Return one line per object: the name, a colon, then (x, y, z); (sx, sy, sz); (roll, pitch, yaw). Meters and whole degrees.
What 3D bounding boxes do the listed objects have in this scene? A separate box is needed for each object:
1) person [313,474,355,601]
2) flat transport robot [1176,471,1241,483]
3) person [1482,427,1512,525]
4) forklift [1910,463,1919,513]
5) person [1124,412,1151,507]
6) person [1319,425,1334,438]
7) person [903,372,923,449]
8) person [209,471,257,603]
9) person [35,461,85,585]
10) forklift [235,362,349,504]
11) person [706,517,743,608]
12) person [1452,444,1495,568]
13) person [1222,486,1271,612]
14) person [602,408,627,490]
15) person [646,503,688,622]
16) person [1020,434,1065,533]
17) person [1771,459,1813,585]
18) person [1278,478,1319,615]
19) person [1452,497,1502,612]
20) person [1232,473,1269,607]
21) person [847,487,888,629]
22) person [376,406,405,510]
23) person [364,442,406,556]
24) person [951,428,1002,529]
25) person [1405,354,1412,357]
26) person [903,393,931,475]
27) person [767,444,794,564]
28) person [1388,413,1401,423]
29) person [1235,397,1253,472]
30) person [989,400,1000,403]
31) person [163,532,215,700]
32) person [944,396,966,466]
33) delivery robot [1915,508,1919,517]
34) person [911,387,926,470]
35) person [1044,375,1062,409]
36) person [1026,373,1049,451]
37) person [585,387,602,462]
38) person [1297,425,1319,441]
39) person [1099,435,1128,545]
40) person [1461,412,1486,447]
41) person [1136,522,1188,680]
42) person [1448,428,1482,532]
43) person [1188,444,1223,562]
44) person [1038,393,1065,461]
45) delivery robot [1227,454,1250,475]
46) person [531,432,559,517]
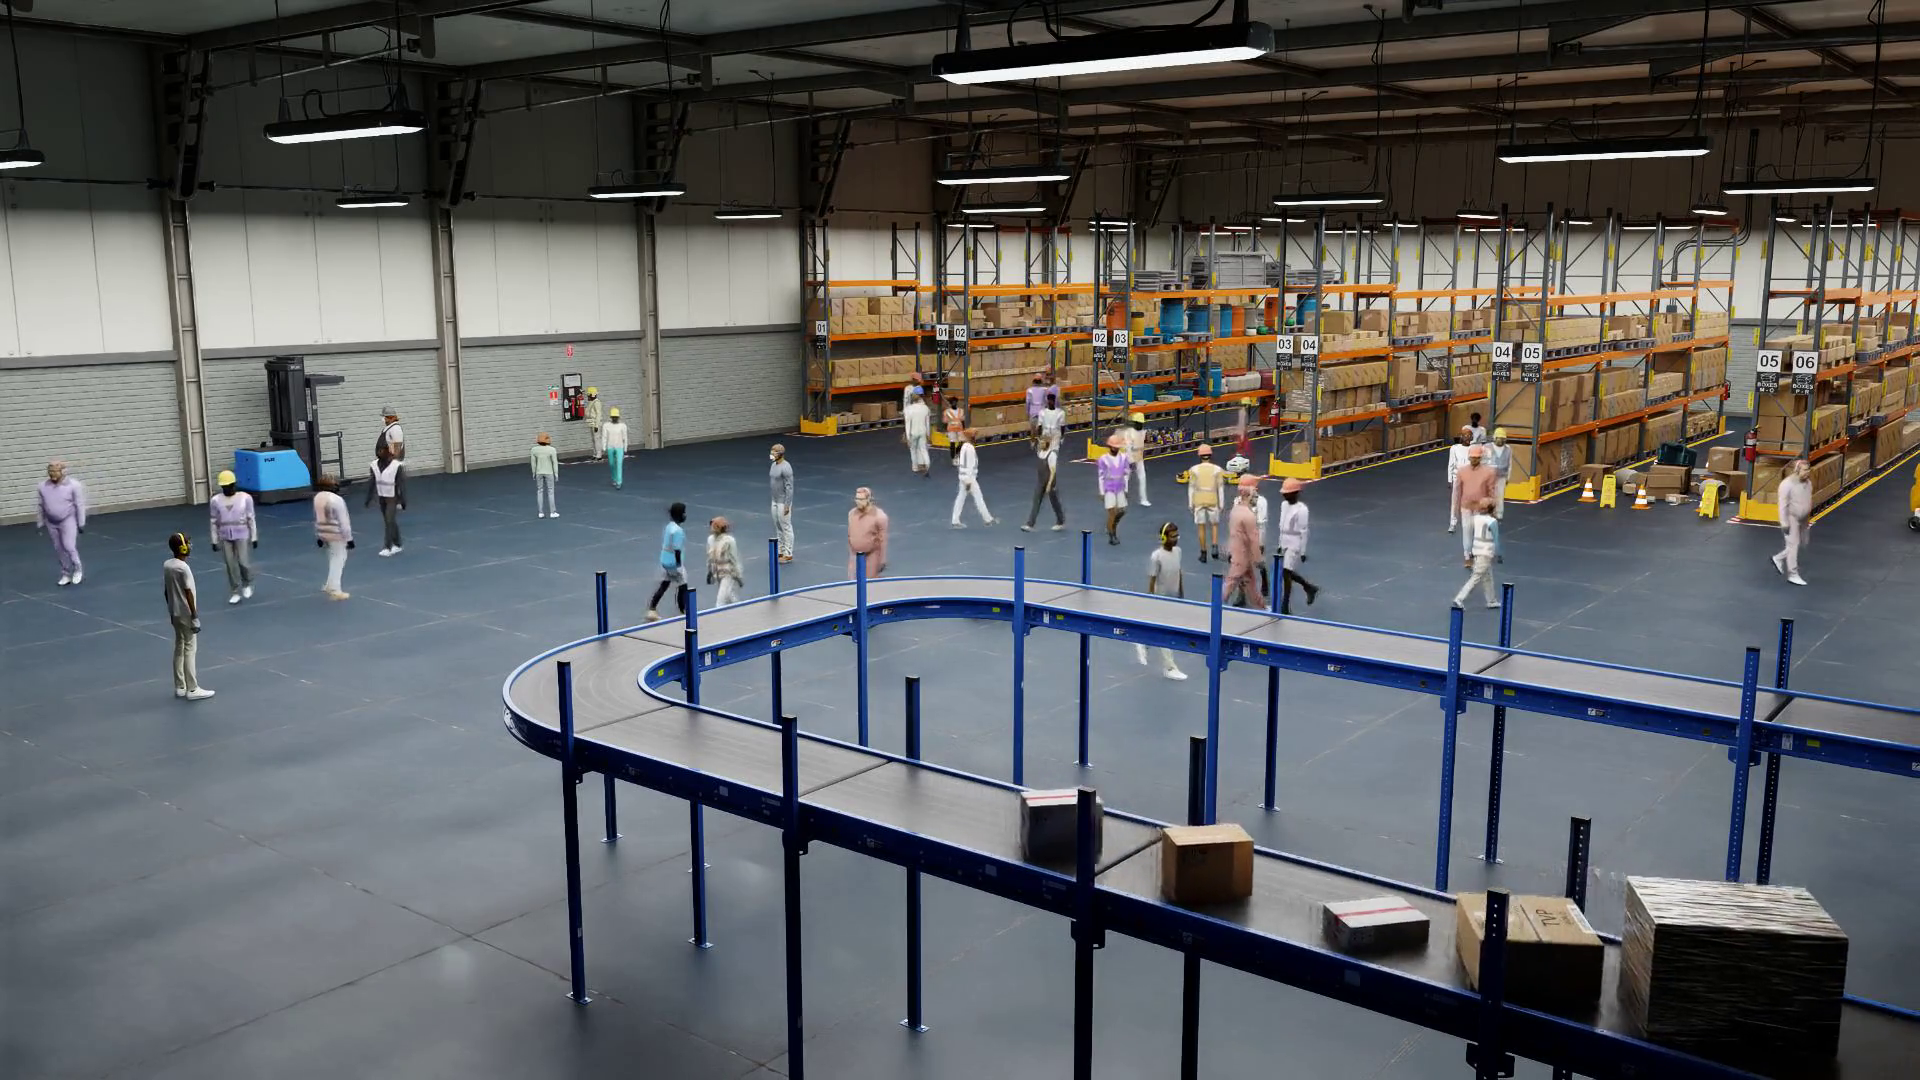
person: (-8.990, -0.039, 22.540); (0.638, 1.825, 0.456); (9, 13, 41)
flat transport robot: (5.537, -1.409, 34.748); (1.431, 0.197, 0.652); (1, 10, 6)
person: (10.002, -1.221, 29.253); (0.591, 1.809, 0.802); (1, 10, 7)
forklift: (19.034, -1.348, 28.998); (2.313, 2.155, 1.214); (8, 13, 37)
person: (3.462, -1.641, 31.422); (0.573, 1.885, 0.958); (-6, 12, -32)
person: (10.145, -3.712, 43.175); (0.634, 1.841, 0.429); (9, 13, 40)
person: (-1.254, -3.396, 40.930); (0.660, 2.009, 0.649); (-9, 13, -41)
person: (-10.388, -0.047, 22.349); (0.606, 1.908, 0.420); (-2, 10, -9)
person: (-13.564, -0.250, 23.575); (0.650, 1.891, 0.487); (0, 10, -1)
forklift: (-13.803, -2.244, 32.110); (1.129, 2.768, 1.873); (8, 13, 37)
person: (-3.113, 0.491, 20.259); (0.554, 1.577, 0.928); (9, 13, 41)
person: (8.135, -0.526, 24.844); (0.651, 1.978, 0.594); (5, 11, 26)
person: (3.874, 0.191, 21.189); (1.034, 1.850, 0.666); (-1, 10, -5)
person: (-7.447, -2.001, 33.823); (0.520, 1.736, 0.836); (-1, 10, -4)
person: (-3.925, 0.319, 21.022); (0.705, 1.657, 0.631); (-4, 11, -21)
person: (1.538, -1.019, 28.178); (1.010, 1.785, 0.522); (-8, 13, -38)
person: (12.710, -0.300, 23.839); (0.670, 1.897, 0.640); (-5, 11, -25)
person: (4.664, 0.069, 21.688); (0.743, 1.914, 0.540); (-3, 11, -18)
person: (7.272, 0.192, 21.856); (0.820, 1.605, 0.506); (-2, 10, -10)
person: (4.195, -0.034, 22.358); (0.557, 1.901, 0.893); (8, 13, 38)
person: (-1.239, 0.225, 20.881); (0.646, 1.893, 0.475); (6, 12, 32)
person: (-11.255, -1.612, 30.914); (0.536, 2.000, 0.673); (-6, 11, -28)
person: (-9.582, -0.674, 25.976); (0.615, 1.883, 0.896); (4, 11, 21)
person: (0.279, -1.120, 28.594); (0.987, 1.836, 0.603); (-3, 11, -18)
person: (14.131, -4.857, 49.283); (0.642, 1.965, 0.794); (7, 12, 35)
person: (-0.938, -2.394, 35.607); (0.679, 1.903, 0.796); (-5, 11, -24)
person: (-2.902, -0.598, 25.376); (0.378, 1.940, 0.629); (-6, 12, -29)
person: (13.173, -4.330, 47.227); (0.312, 1.639, 0.517); (-4, 11, -23)
person: (6.653, -2.452, 36.361); (0.568, 1.749, 0.527); (0, 10, 2)
person: (1.071, -4.387, 46.853); (0.647, 1.905, 0.931); (5, 11, 25)
person: (-8.658, 0.840, 17.485); (0.533, 1.866, 0.315); (7, 12, 36)
person: (-0.129, -2.604, 37.379); (0.549, 1.678, 0.391); (-4, 11, -21)
delivery robot: (17.612, -0.433, 28.195); (0.477, 0.478, 0.707); (-3, 11, -18)
person: (-0.956, -2.637, 36.824); (0.389, 1.948, 0.609); (-2, 10, -9)
person: (2.491, -3.545, 42.294); (0.466, 1.815, 0.610); (-9, 14, -42)
person: (2.008, -3.288, 40.357); (0.621, 2.029, 0.710); (1, 10, 6)
person: (-8.950, -2.832, 38.240); (0.403, 1.835, 0.588); (-5, 11, -25)
person: (8.593, -2.875, 38.523); (0.563, 1.811, 0.792); (2, 10, 12)
person: (2.654, -0.874, 26.988); (0.583, 1.917, 0.500); (-4, 11, -20)
person: (11.035, -1.928, 33.607); (0.535, 1.670, 0.780); (7, 12, 35)
person: (2.396, 0.684, 18.411); (0.717, 1.855, 0.528); (9, 14, 42)
person: (9.089, -1.075, 28.211); (0.576, 1.884, 0.354); (4, 11, 21)
person: (4.002, -0.609, 25.526); (0.559, 1.910, 0.507); (1, 10, 4)
person: (2.067, -2.355, 35.261); (0.605, 1.945, 0.698); (2, 10, 13)
delivery robot: (6.283, -1.699, 35.322); (0.477, 0.478, 0.707); (5, 11, 27)
person: (-7.917, -1.243, 29.865); (0.505, 1.631, 0.281); (1, 10, 4)
